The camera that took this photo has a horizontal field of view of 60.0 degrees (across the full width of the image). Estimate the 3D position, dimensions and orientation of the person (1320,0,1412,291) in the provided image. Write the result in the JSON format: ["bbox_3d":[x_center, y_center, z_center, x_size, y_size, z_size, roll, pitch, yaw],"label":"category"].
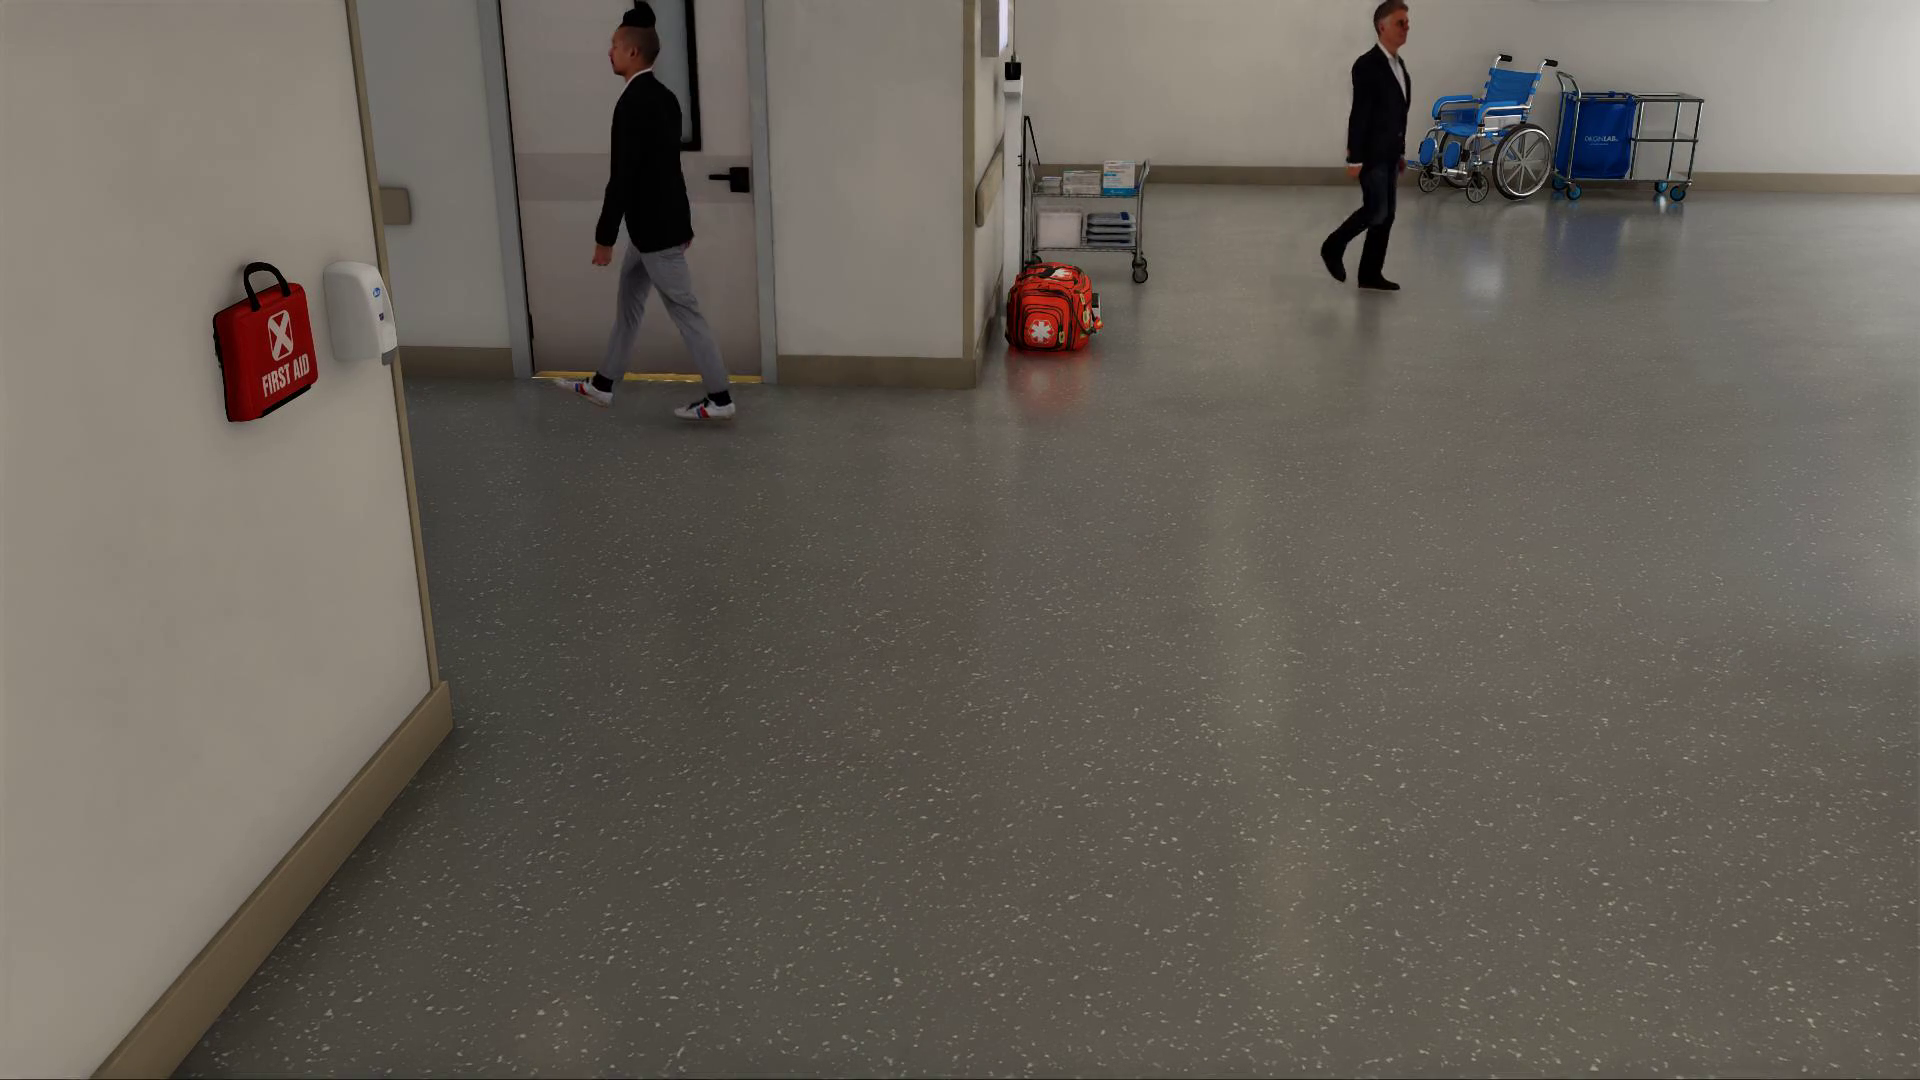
[{"bbox_3d":[2.613,-2.511,10.653,0.950,1.804,0.893,19,28,40],"label":"person"}]

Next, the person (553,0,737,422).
[{"bbox_3d":[-1.300,-1.459,7.724,0.792,1.912,1.071,2,21,4],"label":"person"}]
